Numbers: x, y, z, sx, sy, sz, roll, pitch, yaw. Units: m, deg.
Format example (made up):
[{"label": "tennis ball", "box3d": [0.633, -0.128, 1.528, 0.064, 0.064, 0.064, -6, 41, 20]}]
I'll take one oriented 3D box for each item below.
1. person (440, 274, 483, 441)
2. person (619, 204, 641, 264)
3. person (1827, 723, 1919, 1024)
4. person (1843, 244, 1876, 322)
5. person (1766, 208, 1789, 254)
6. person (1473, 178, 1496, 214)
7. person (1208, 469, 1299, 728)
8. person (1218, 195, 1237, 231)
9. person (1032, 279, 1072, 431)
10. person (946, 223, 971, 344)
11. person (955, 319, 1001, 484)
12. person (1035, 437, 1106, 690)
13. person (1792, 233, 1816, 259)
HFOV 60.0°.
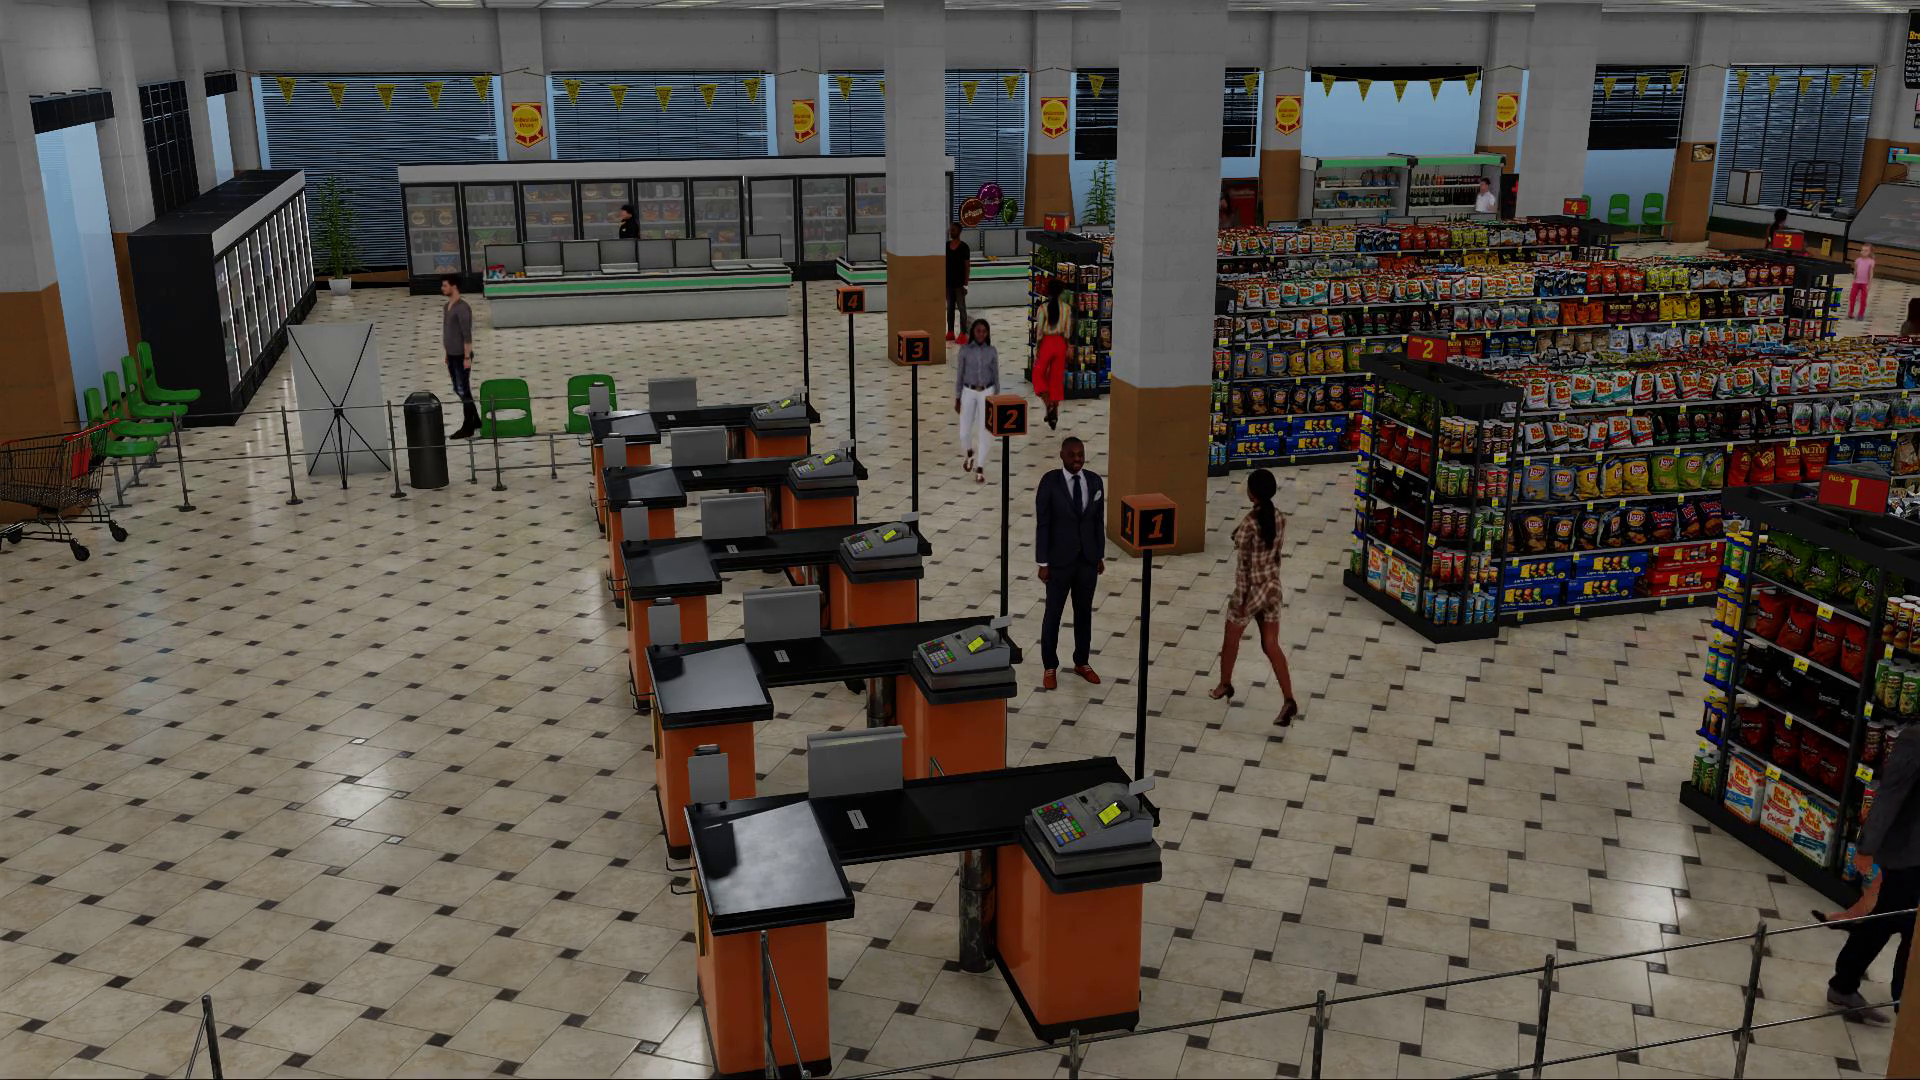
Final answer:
[{"label": "person", "box3d": [-5.804, -2.162, 19.391, 0.873, 1.911, 0.836, -13, 21, -36]}, {"label": "person", "box3d": [-5.838, -5.107, 29.500, 0.683, 1.672, 0.744, -7, 18, -21]}, {"label": "person", "box3d": [4.346, 1.422, 7.733, 1.009, 1.827, 0.991, -9, 19, -28]}, {"label": "person", "box3d": [14.844, -4.221, 27.294, 0.715, 1.259, 0.618, -14, 22, -39]}, {"label": "person", "box3d": [13.642, -4.683, 28.000, 0.817, 1.732, 0.689, -10, 19, -29]}, {"label": "person", "box3d": [10.394, -6.180, 32.813, 1.154, 1.800, 0.663, -4, 17, -14]}, {"label": "person", "box3d": [2.052, 0.430, 11.131, 1.092, 1.750, 0.874, -10, 20, -30]}, {"label": "person", "box3d": [4.624, -5.192, 29.533, 0.961, 1.815, 0.896, 1, 17, 2]}, {"label": "person", "box3d": [1.106, -2.174, 19.651, 0.646, 1.782, 0.655, -3, 17, -11]}, {"label": "person", "box3d": [-0.062, -3.934, 25.409, 0.716, 1.805, 0.746, 12, 21, 34]}, {"label": "person", "box3d": [0.182, -1.480, 17.479, 0.758, 1.716, 0.784, 0, 17, 0]}, {"label": "person", "box3d": [0.794, 0.141, 11.955, 0.546, 1.824, 0.767, -6, 18, -18]}, {"label": "person", "box3d": [12.537, -3.746, 24.949, 0.682, 1.712, 0.748, 4, 17, 14]}]
